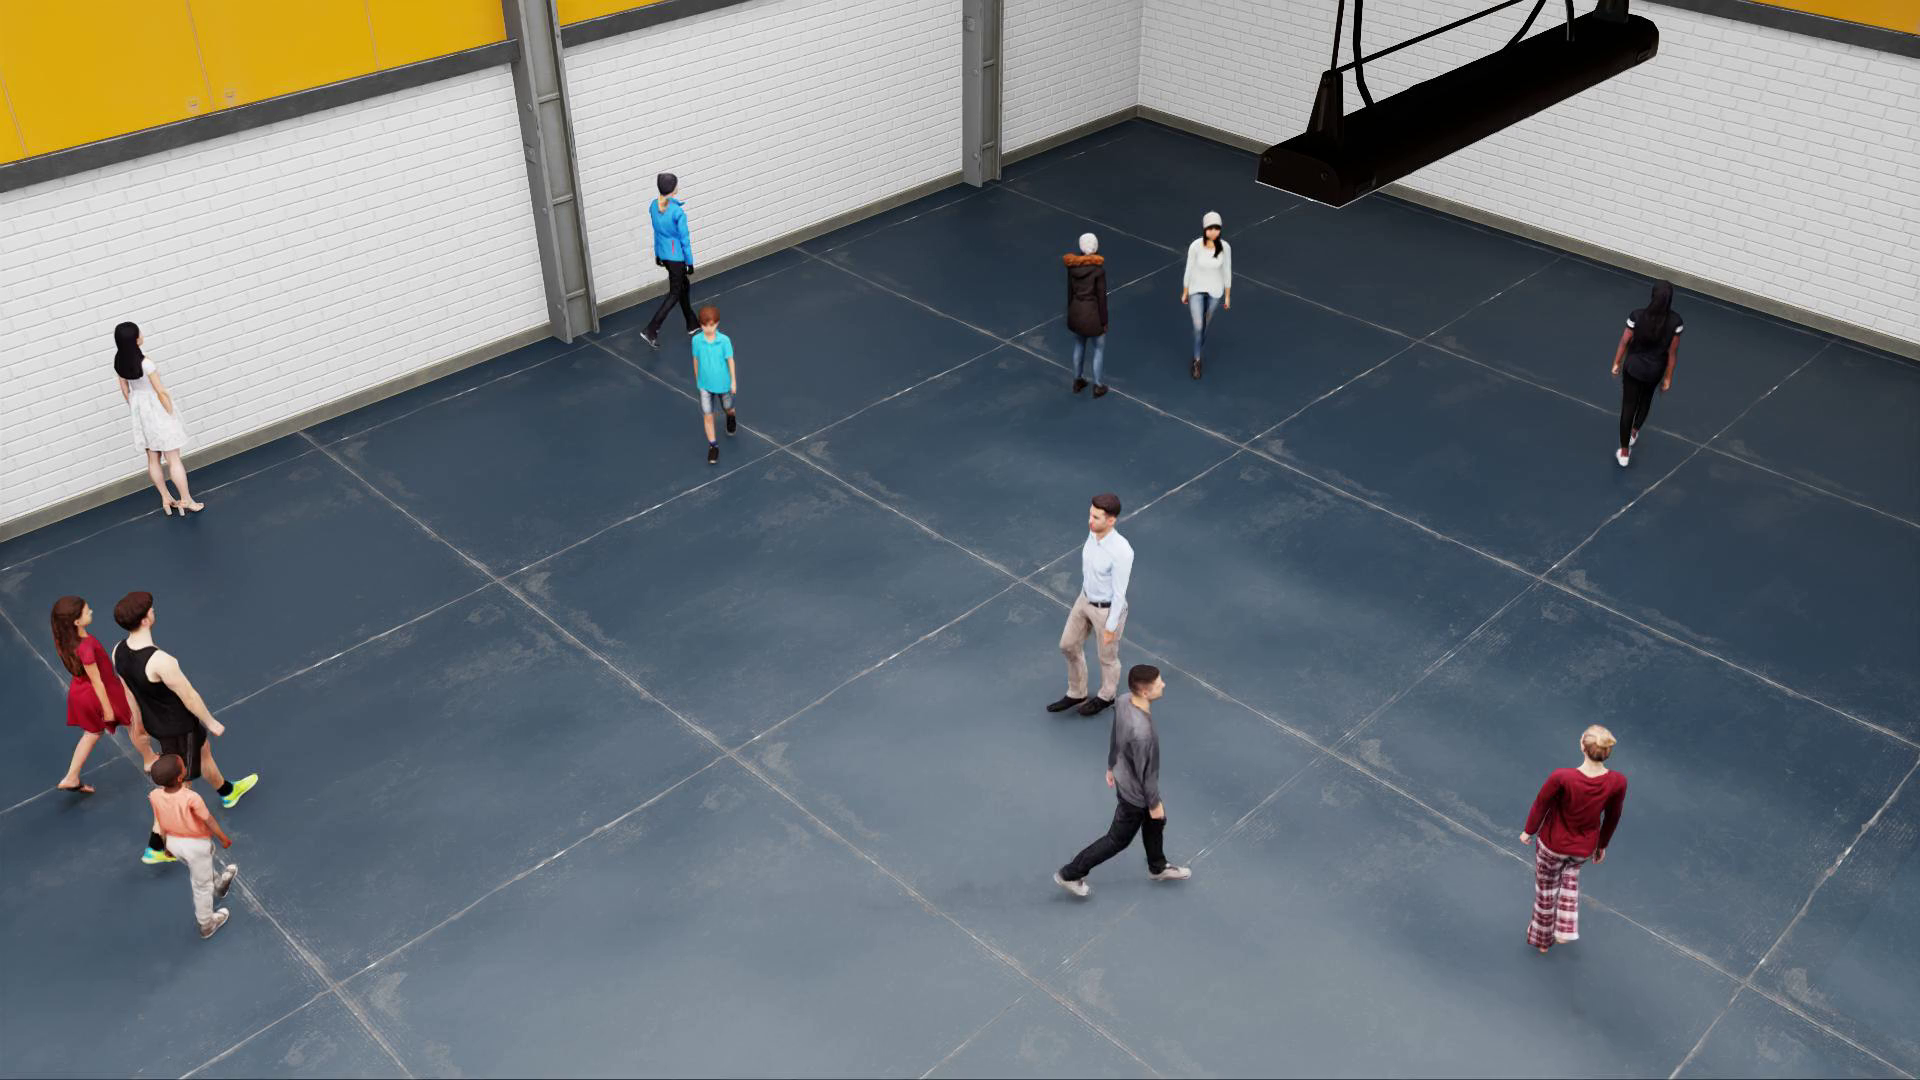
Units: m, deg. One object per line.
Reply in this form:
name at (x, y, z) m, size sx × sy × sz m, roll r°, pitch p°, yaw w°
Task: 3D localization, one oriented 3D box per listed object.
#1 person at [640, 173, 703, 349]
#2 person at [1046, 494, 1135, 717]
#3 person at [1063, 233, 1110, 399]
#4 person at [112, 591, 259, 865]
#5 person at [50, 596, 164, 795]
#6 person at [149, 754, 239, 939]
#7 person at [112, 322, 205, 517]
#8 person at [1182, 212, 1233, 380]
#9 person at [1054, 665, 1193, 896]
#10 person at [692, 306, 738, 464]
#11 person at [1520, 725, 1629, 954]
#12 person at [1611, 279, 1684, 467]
person at (-2.907, -2.742, 16.489) m, size 0.668 × 1.771 × 1.137 m, roll 27°, pitch 42°, yaw 34°
person at (1.052, 0.452, 11.633) m, size 0.811 × 1.828 × 0.749 m, roll -19°, pitch 38°, yaw -26°
person at (1.169, -2.099, 15.648) m, size 0.689 × 1.631 × 0.653 m, roll 24°, pitch 41°, yaw 32°
person at (-5.019, 1.212, 10.467) m, size 0.868 × 1.852 × 1.259 m, roll 18°, pitch 38°, yaw 25°
person at (-5.786, 1.045, 11.009) m, size 0.603 × 1.531 × 1.021 m, roll 23°, pitch 40°, yaw 31°
person at (-4.660, 1.863, 9.992) m, size 0.718 × 1.294 × 0.844 m, roll 7°, pitch 34°, yaw 11°
person at (-6.726, -1.005, 13.873) m, size 0.759 × 1.774 × 0.784 m, roll 10°, pitch 35°, yaw 15°
person at (2.373, -2.435, 16.150) m, size 0.838 × 1.634 × 0.891 m, roll -2°, pitch 34°, yaw -3°
person at (0.980, 1.513, 10.118) m, size 1.191 × 1.736 × 1.070 m, roll -3°, pitch 34°, yaw -4°
person at (-2.182, -1.456, 14.868) m, size 0.904 × 1.425 × 0.950 m, roll -1°, pitch 34°, yaw -2°
person at (3.583, 1.805, 9.721) m, size 0.764 × 1.691 × 0.827 m, roll -1°, pitch 34°, yaw -2°
person at (5.993, -1.434, 14.574) m, size 0.874 × 1.712 × 0.997 m, roll 9°, pitch 35°, yaw 13°
